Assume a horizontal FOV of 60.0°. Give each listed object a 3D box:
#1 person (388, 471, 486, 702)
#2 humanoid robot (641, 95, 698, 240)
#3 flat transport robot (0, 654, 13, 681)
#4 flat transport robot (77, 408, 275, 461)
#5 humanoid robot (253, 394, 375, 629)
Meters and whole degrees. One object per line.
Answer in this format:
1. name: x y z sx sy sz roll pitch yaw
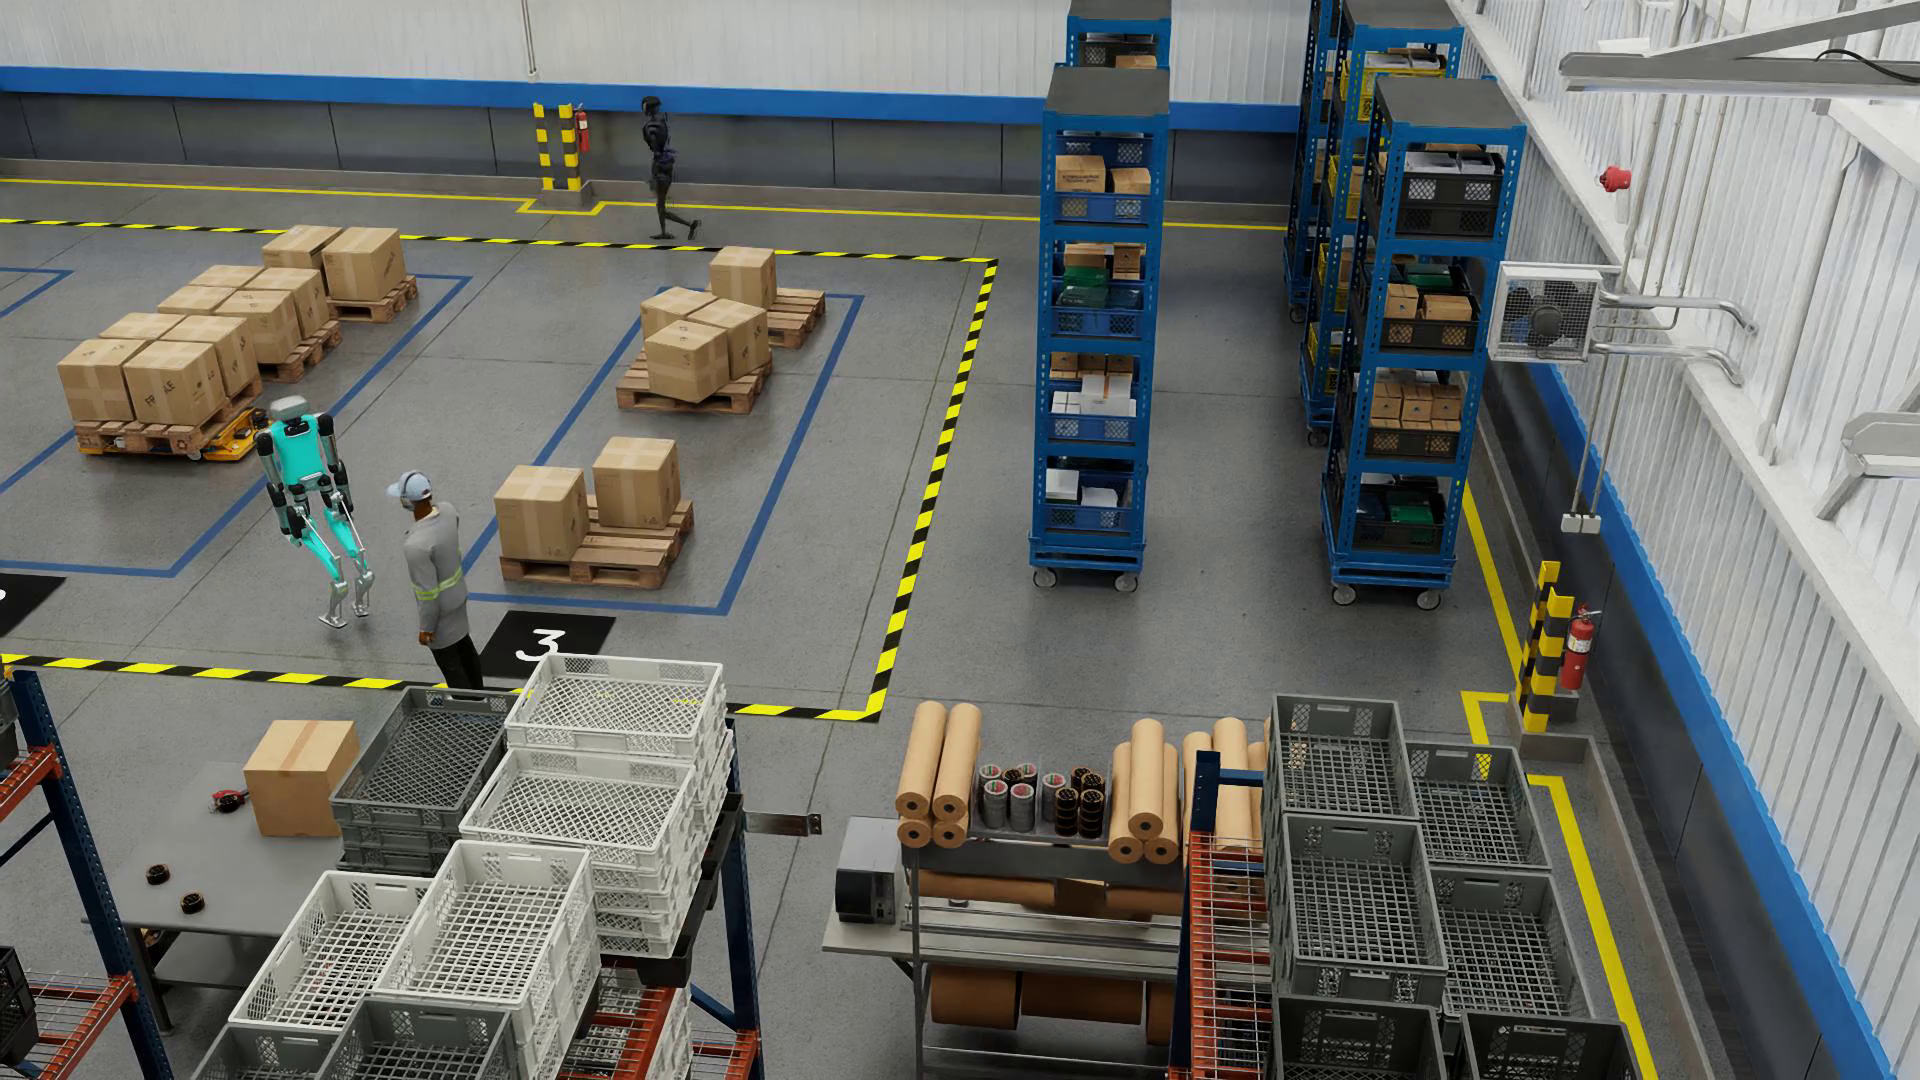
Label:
1. person: -3.282 0.392 10.427 0.384 1.849 0.596 2 30 4
2. humanoid robot: -3.217 -4.084 18.288 0.516 1.638 0.595 -2 30 -3
3. flat transport robot: -7.142 0.969 11.010 1.431 0.231 0.659 3 30 6
4. flat transport robot: -6.728 -0.944 14.268 1.431 0.197 0.652 3 30 6
5. humanoid robot: -4.310 -0.135 11.317 0.533 1.671 0.735 -25 38 -36
